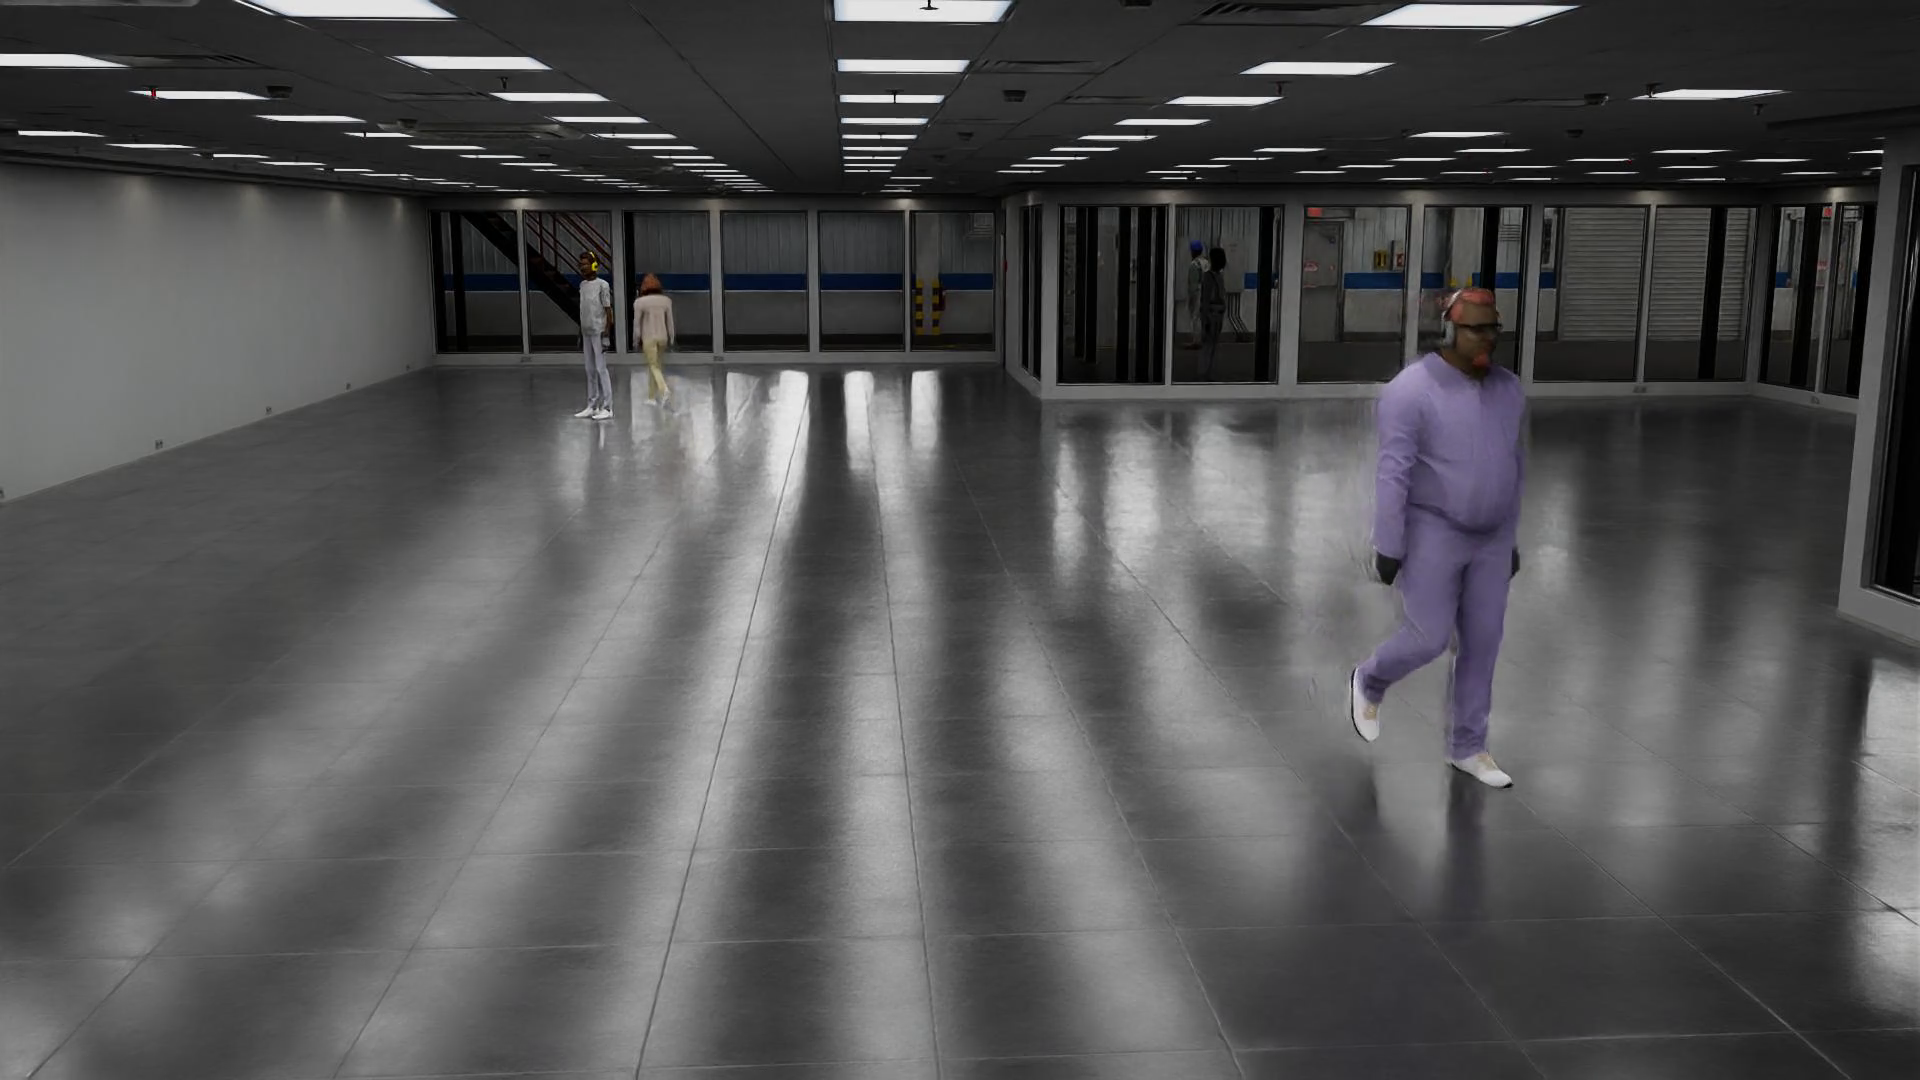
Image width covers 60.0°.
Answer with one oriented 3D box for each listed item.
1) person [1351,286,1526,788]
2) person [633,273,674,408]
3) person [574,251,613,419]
[{"bbox_3d":[1.864,-0.026,6.390,0.649,1.890,0.645,-5,11,-23],"label":"person"},{"bbox_3d":[-3.602,-2.366,19.742,0.497,1.607,0.731,-9,14,-39],"label":"person"},{"bbox_3d":[-4.107,-2.283,18.608,0.536,1.869,0.314,9,14,39],"label":"person"}]
